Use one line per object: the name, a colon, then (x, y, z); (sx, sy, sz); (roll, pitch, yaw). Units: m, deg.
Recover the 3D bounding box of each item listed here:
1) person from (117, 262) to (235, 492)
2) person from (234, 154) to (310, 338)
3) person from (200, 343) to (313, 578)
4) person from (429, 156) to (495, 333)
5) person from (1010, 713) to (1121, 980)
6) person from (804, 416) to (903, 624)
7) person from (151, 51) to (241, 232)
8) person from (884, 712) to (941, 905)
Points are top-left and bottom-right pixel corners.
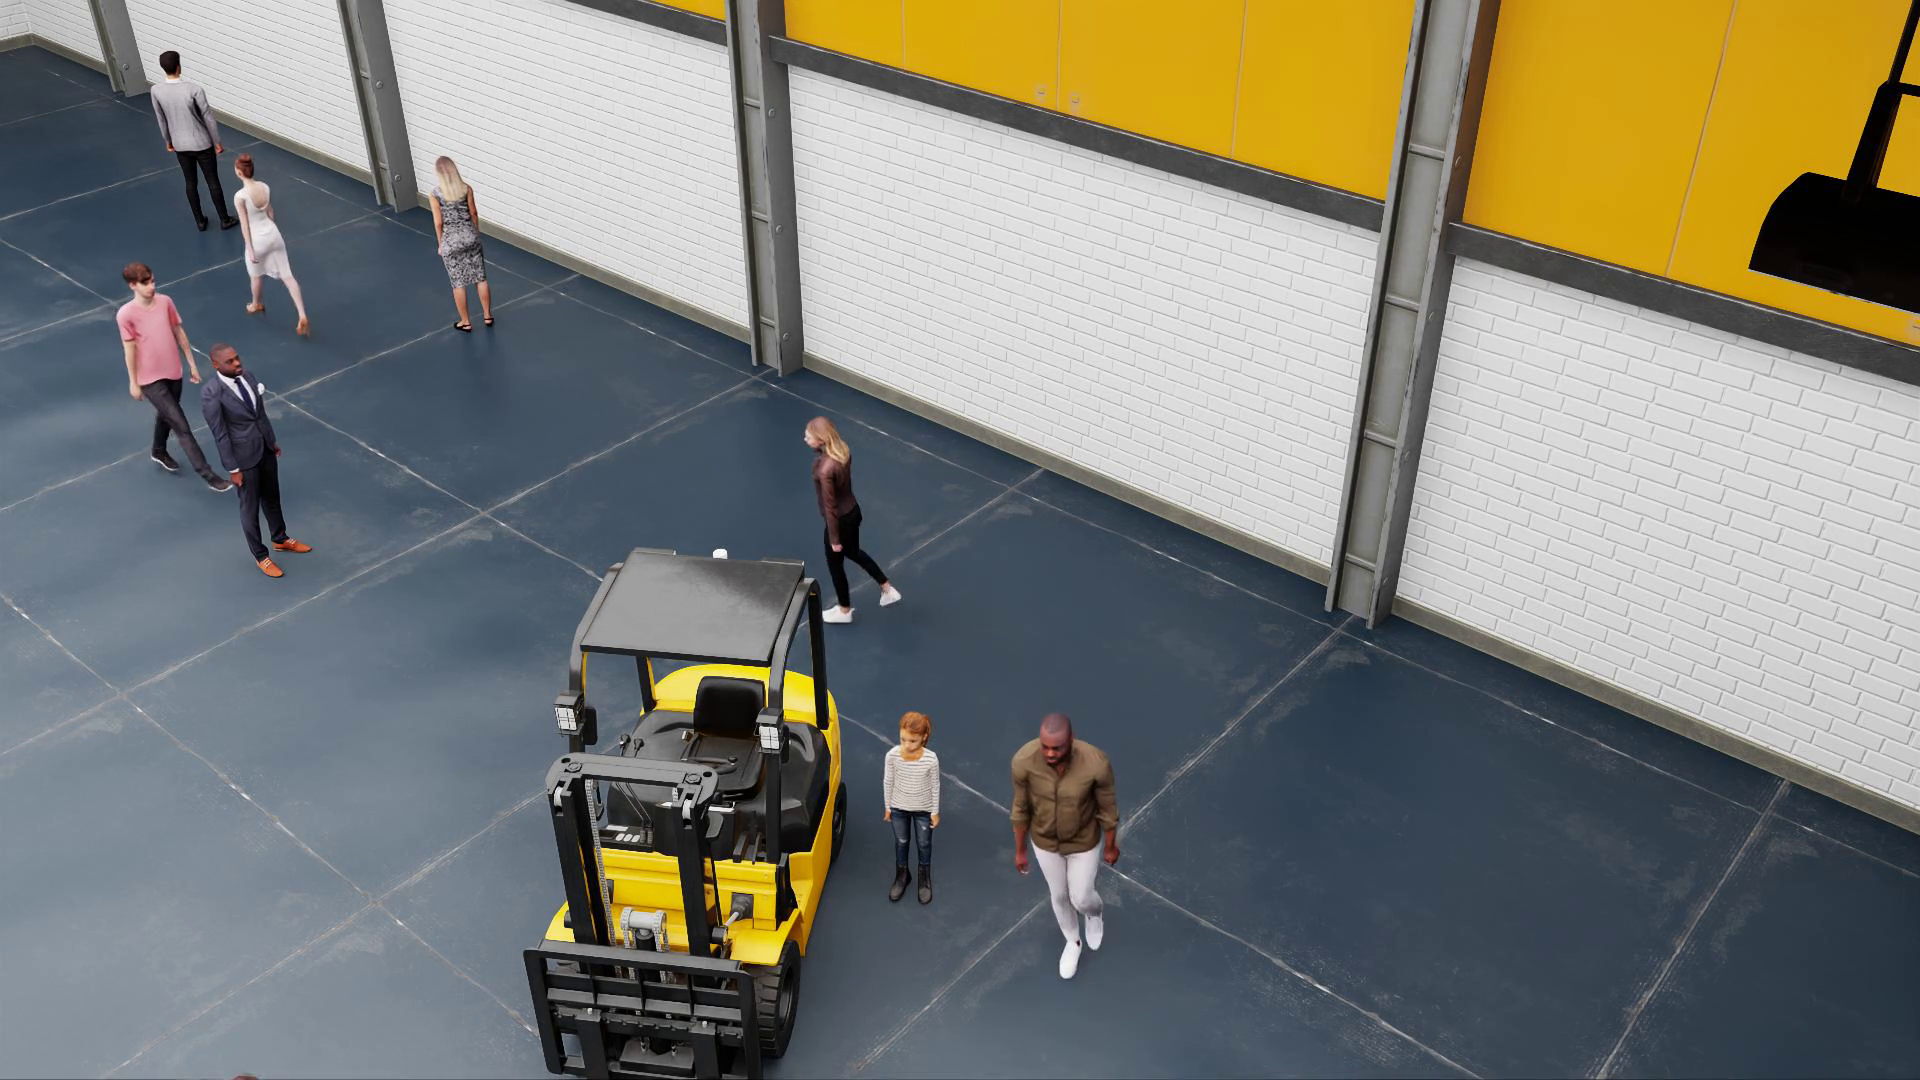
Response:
person: (-6.391, -1.302, 13.189); (1.298, 1.900, 0.832); (18, 38, 25)
person: (-6.365, -2.681, 15.410); (1.133, 1.740, 0.706); (19, 38, 26)
person: (-5.232, -0.625, 12.241); (0.749, 1.824, 0.774); (10, 35, 15)
person: (-4.676, -2.767, 15.572); (0.625, 1.703, 0.601); (-18, 38, -25)
person: (0.574, 1.563, 8.976); (0.837, 1.794, 0.947); (5, 34, 7)
person: (-0.766, -0.121, 11.607); (0.948, 1.684, 0.823); (9, 35, 14)
person: (-8.098, -4.197, 17.524); (0.820, 1.923, 0.896); (-1, 34, -1)
person: (-0.267, 1.513, 9.482); (0.550, 1.316, 0.622); (4, 34, 7)
